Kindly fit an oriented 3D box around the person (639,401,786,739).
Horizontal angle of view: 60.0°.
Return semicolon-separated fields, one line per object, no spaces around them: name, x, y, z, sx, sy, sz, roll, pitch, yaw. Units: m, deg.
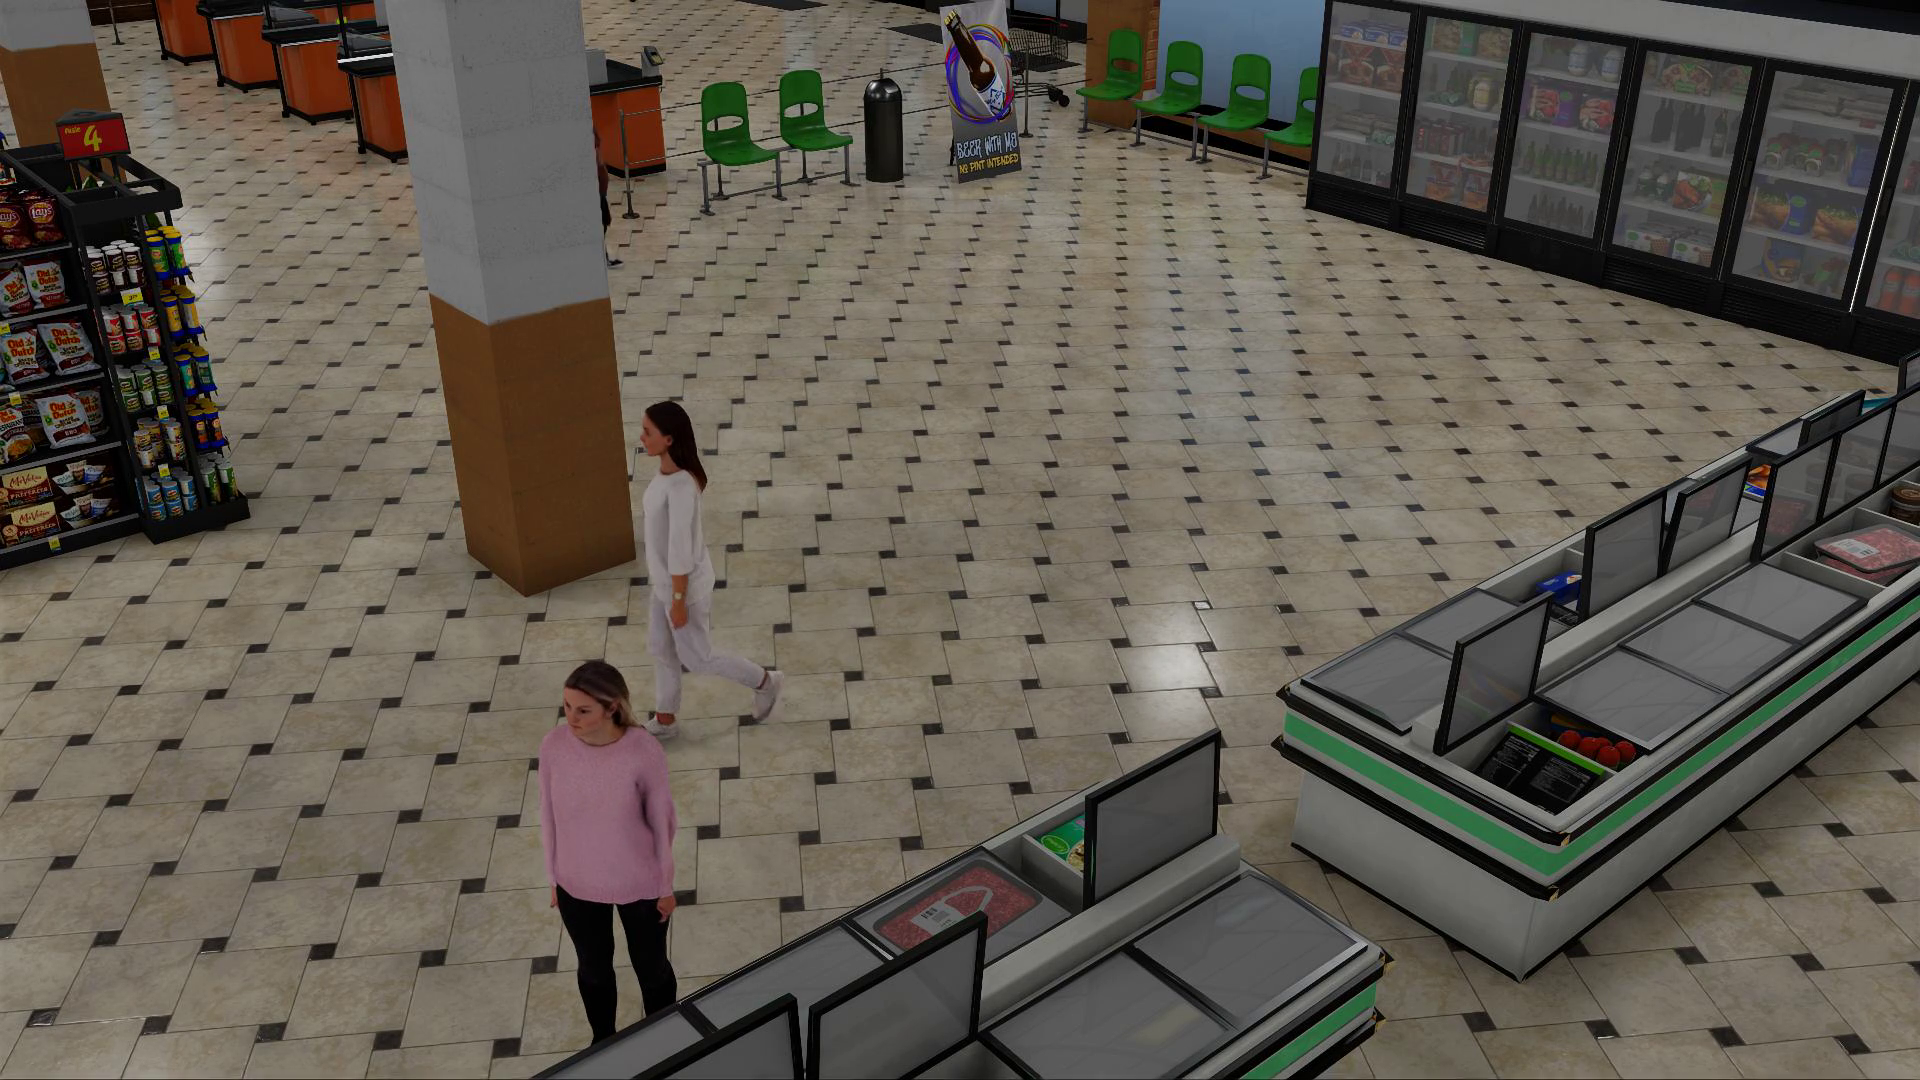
person;-1.174;0.176;7.462;1.075;1.668;0.819;-9;28;-18

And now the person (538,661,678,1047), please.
person;-1.154;1.127;5.566;0.683;1.687;0.737;3;27;6
